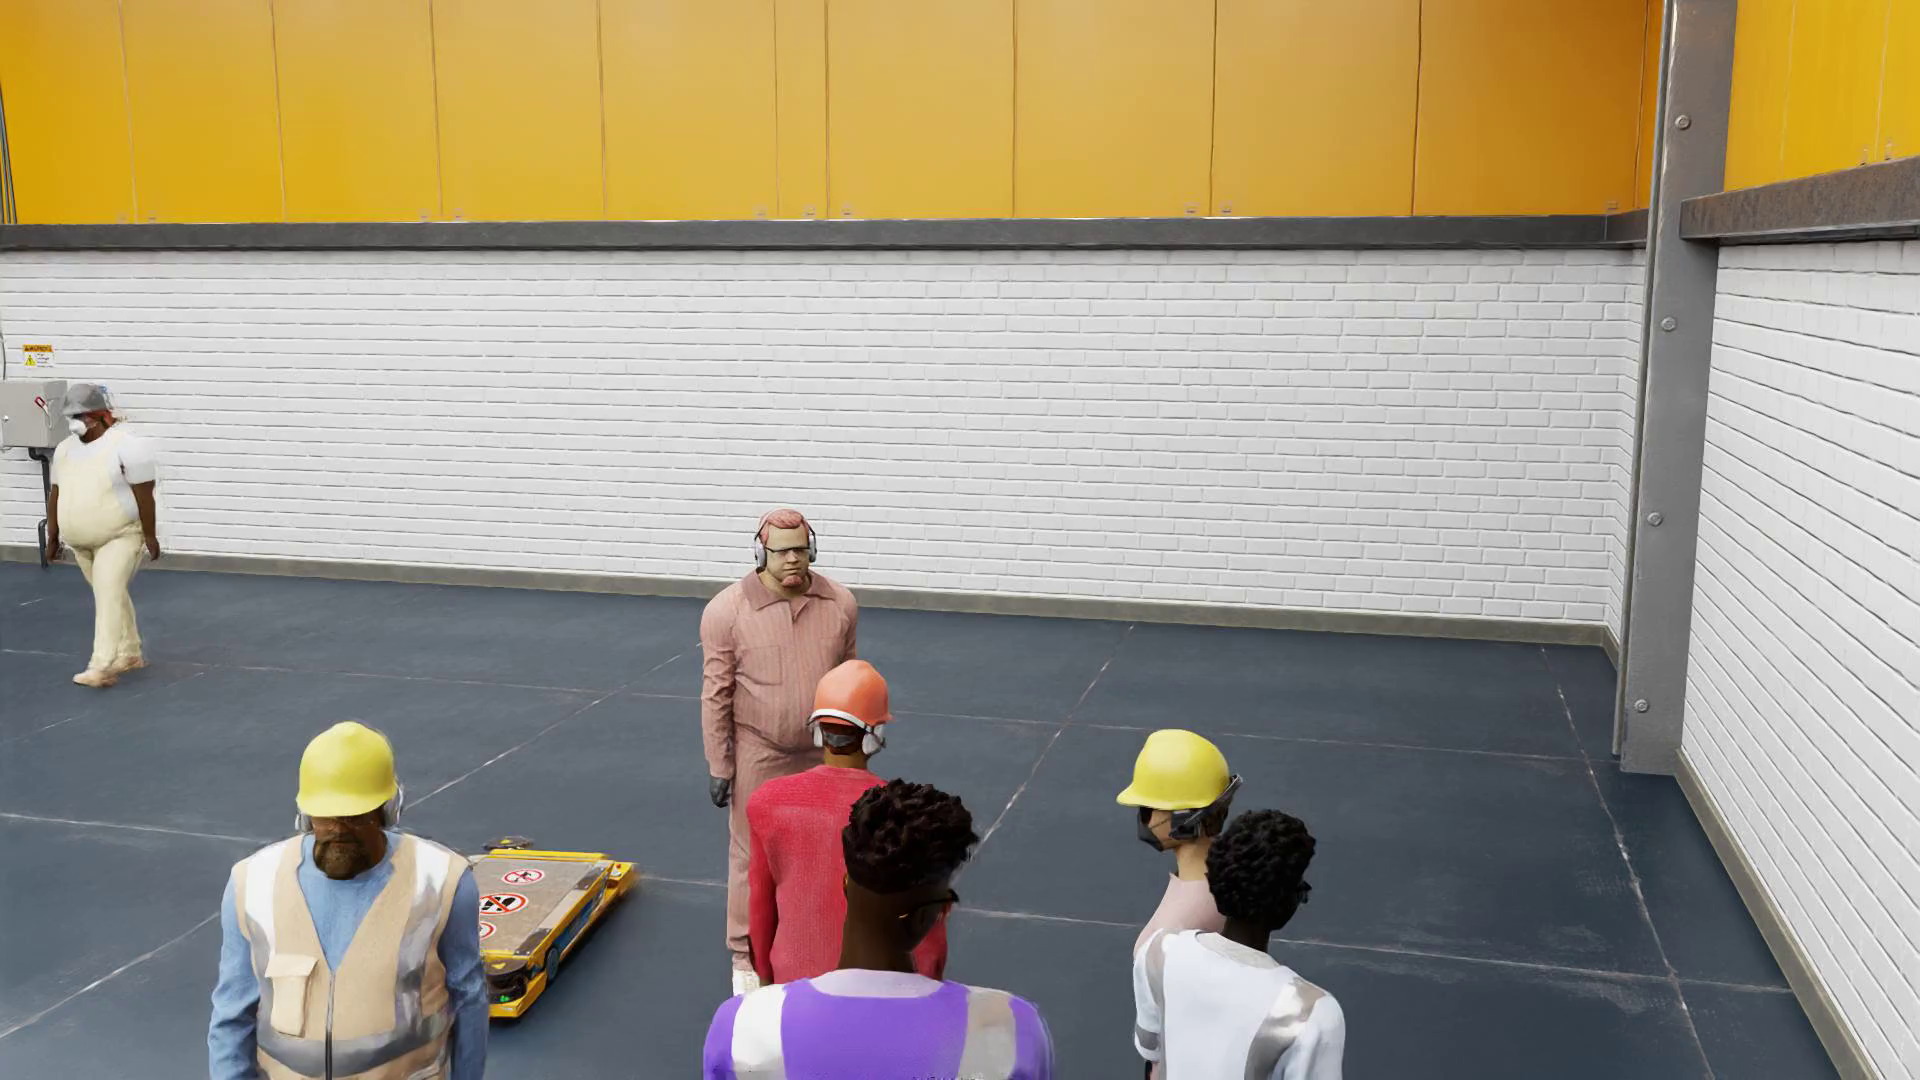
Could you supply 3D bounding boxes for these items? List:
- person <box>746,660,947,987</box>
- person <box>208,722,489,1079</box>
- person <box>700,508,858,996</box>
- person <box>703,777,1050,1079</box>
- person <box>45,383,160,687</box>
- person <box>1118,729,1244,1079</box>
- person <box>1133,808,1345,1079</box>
[{"bbox_3d":[-0.308,1.193,4.629,0.574,1.742,0.355,3,10,16],"label":"person"},{"bbox_3d":[-1.438,1.289,3.962,0.592,1.788,0.944,-1,10,-5],"label":"person"},{"bbox_3d":[-0.653,0.820,6.340,0.651,1.906,0.401,-5,11,-27],"label":"person"},{"bbox_3d":[-0.142,1.367,3.017,0.649,1.932,0.486,0,10,1],"label":"person"},{"bbox_3d":[-5.794,-0.045,11.036,0.709,2.000,0.910,3,10,17],"label":"person"},{"bbox_3d":[0.530,1.304,3.930,0.340,1.760,0.526,4,11,24],"label":"person"},{"bbox_3d":[0.589,1.399,3.576,0.320,1.686,0.541,-9,13,-43],"label":"person"}]
